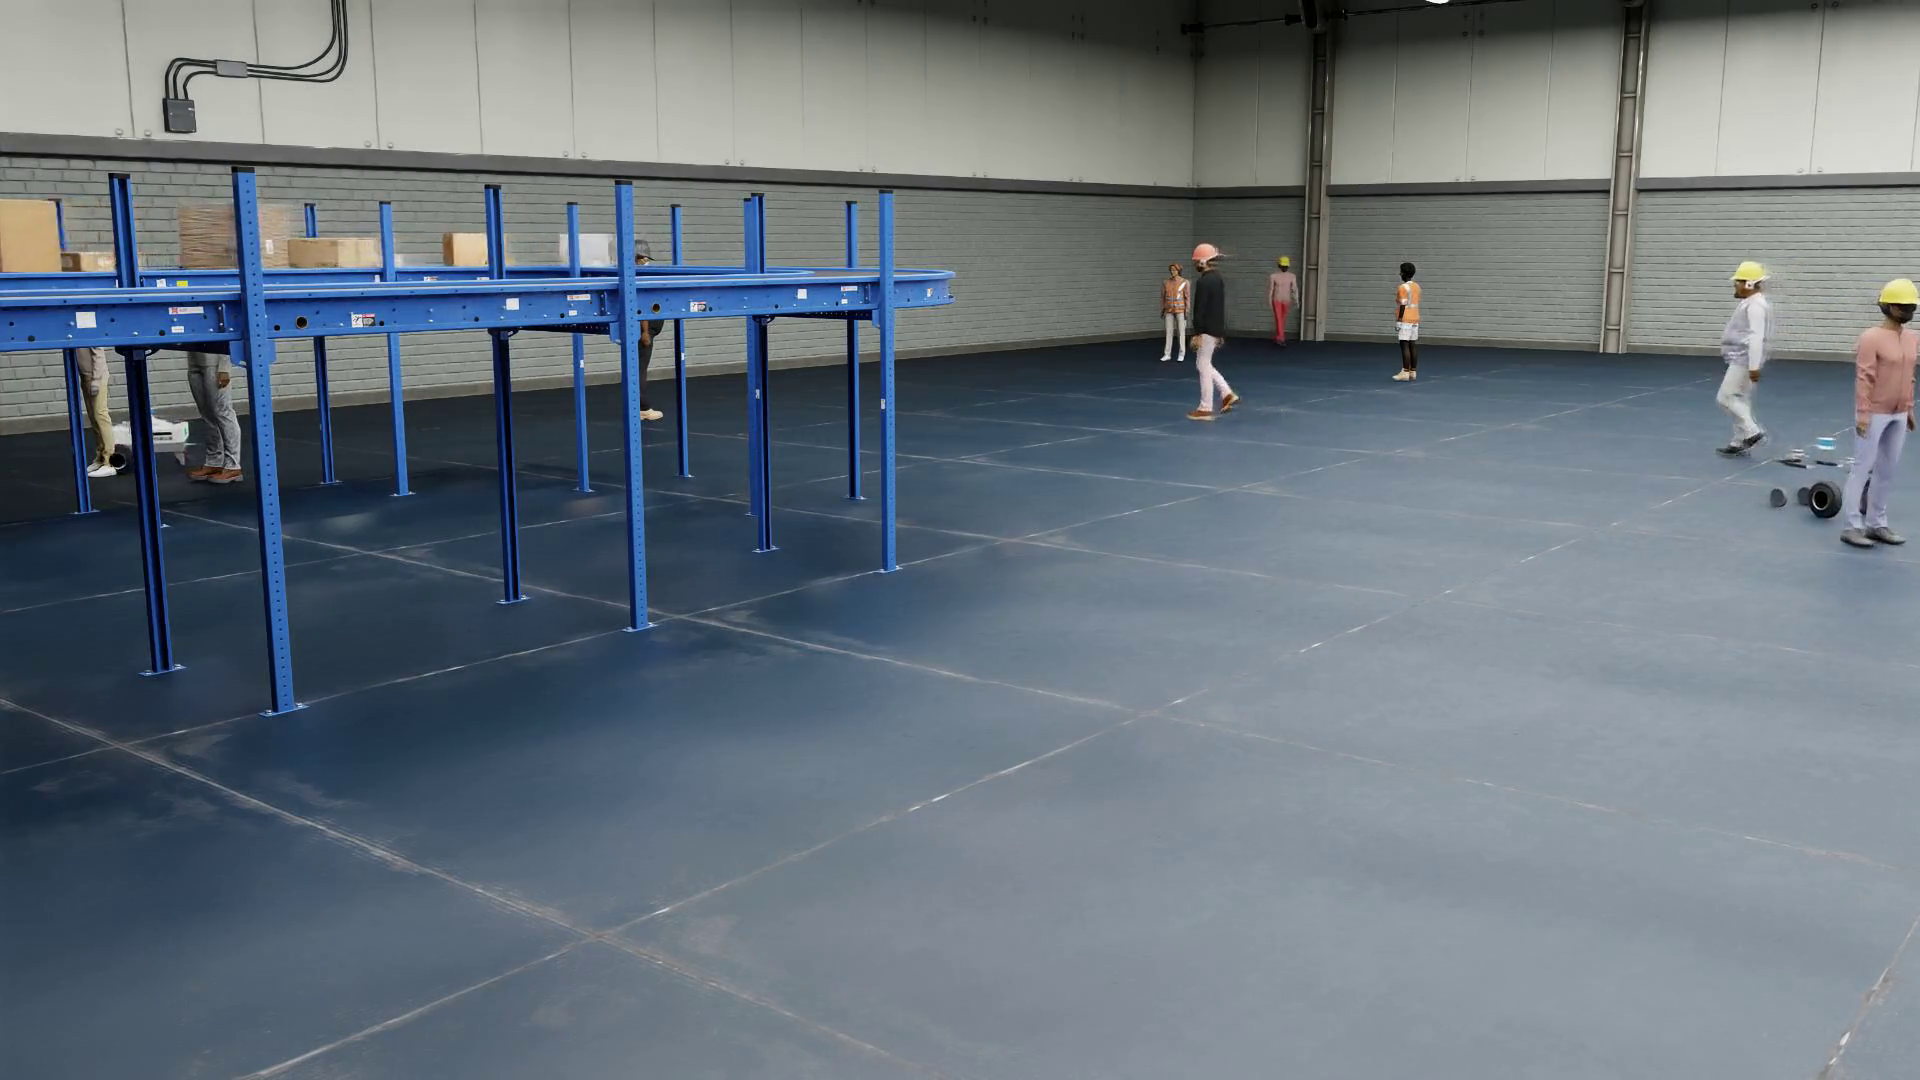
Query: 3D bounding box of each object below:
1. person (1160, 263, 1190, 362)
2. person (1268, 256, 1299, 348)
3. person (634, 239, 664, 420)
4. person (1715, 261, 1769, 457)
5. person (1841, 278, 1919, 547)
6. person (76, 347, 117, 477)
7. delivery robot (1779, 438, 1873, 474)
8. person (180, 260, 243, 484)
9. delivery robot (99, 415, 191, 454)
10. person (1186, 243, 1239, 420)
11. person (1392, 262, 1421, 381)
[{"bbox_3d":[3.598,-3.803,27.782,0.515,1.640,0.315,6,12,32],"label":"person"},{"bbox_3d":[6.115,-4.538,31.647,0.529,1.717,0.935,-1,10,-7],"label":"person"},{"bbox_3d":[-3.642,-2.391,18.966,0.537,2.000,0.674,-5,12,-28],"label":"person"},{"bbox_3d":[7.287,-1.675,15.498,0.422,1.818,0.596,5,11,25],"label":"person"},{"bbox_3d":[6.141,-0.841,11.025,0.533,1.765,0.327,-4,11,-22],"label":"person"},{"bbox_3d":[-7.461,-1.364,14.285,0.289,1.633,0.497,-8,13,-38],"label":"person"},{"bbox_3d":[6.483,-0.648,12.446,0.335,0.223,0.698,-3,11,-18],"label":"delivery robot"},{"bbox_3d":[-6.277,-1.449,13.914,0.633,1.936,0.355,9,13,40],"label":"person"},{"bbox_3d":[-7.180,-0.918,14.661,0.707,0.478,0.477,-5,11,-24],"label":"delivery robot"},{"bbox_3d":[2.802,-2.339,18.742,0.504,1.981,0.628,5,11,26],"label":"person"},{"bbox_3d":[6.455,-3.157,24.033,0.319,1.698,0.539,9,13,40],"label":"person"}]
